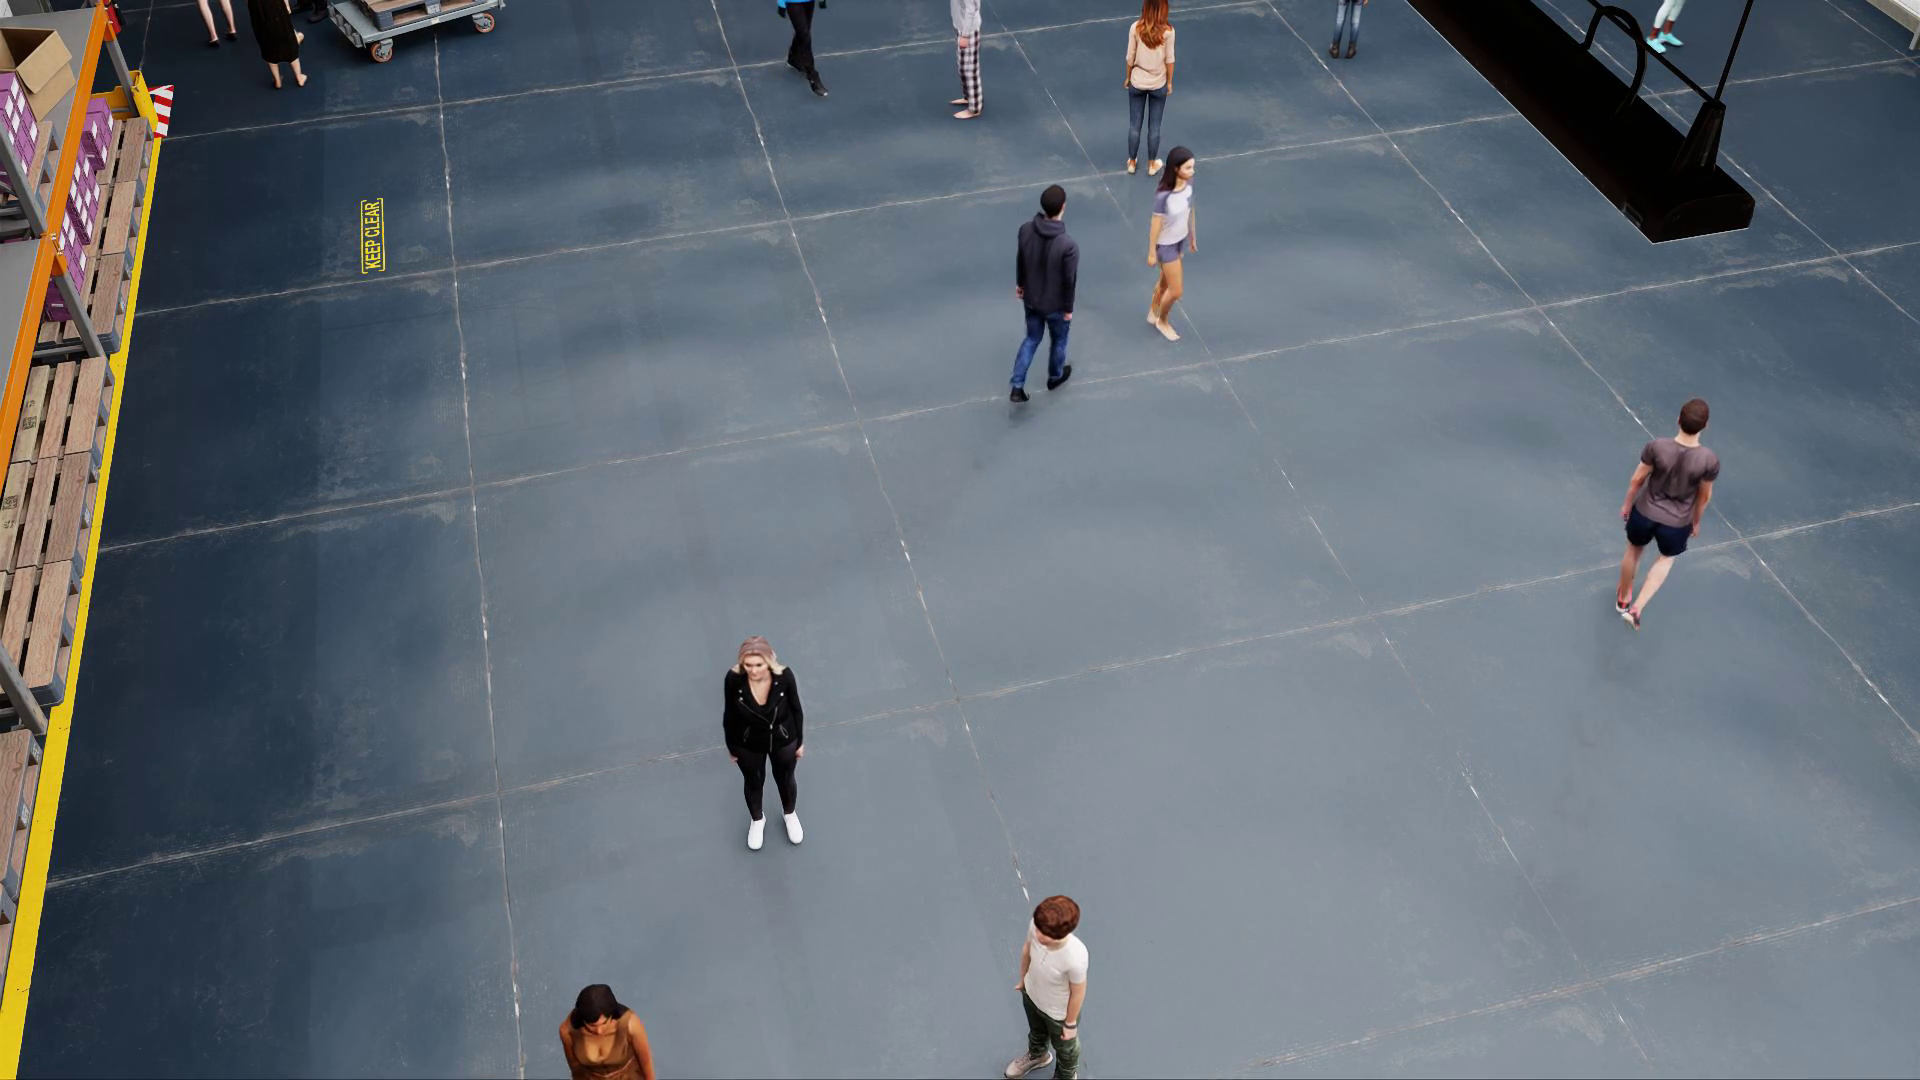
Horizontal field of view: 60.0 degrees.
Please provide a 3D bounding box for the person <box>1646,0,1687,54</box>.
[{"bbox_3d":[7.445,-5.869,17.083,0.647,1.719,0.650,-31,52,-28],"label":"person"}]

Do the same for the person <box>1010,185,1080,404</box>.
[{"bbox_3d":[0.606,-1.810,12.713,1.076,1.870,1.114,24,49,23],"label":"person"}]

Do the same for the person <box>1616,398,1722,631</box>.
[{"bbox_3d":[4.610,-0.116,10.955,0.937,1.842,1.006,20,47,19],"label":"person"}]

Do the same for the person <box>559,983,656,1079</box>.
[{"bbox_3d":[-1.709,2.585,8.259,0.674,1.650,1.027,-4,44,-4],"label":"person"}]

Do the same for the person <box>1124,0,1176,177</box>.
[{"bbox_3d":[1.726,-4.194,15.273,0.674,1.790,0.681,10,45,11],"label":"person"}]

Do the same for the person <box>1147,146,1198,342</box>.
[{"bbox_3d":[1.633,-2.428,13.472,0.774,1.717,0.728,31,52,29],"label":"person"}]

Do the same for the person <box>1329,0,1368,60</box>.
[{"bbox_3d":[4.027,-5.599,17.092,0.586,1.314,0.606,7,44,7],"label":"person"}]

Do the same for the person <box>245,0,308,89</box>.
[{"bbox_3d":[-6.889,-5.276,16.530,0.554,1.623,0.556,-12,45,-12],"label":"person"}]

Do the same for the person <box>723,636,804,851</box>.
[{"bbox_3d":[-1.133,1.167,9.720,0.633,1.686,0.554,-6,44,-6],"label":"person"}]

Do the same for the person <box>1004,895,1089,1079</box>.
[{"bbox_3d":[0.477,2.337,8.516,0.708,1.655,0.600,-31,52,-28],"label":"person"}]

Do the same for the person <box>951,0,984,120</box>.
[{"bbox_3d":[0.074,-4.972,16.049,0.734,1.847,0.566,-1,44,-1],"label":"person"}]

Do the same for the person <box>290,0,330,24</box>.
[{"bbox_3d":[-7.076,-6.434,17.585,0.753,1.845,0.858,29,51,27],"label":"person"}]

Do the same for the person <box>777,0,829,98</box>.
[{"bbox_3d":[-1.617,-5.373,16.537,0.911,1.754,1.163,-28,50,-26],"label":"person"}]
